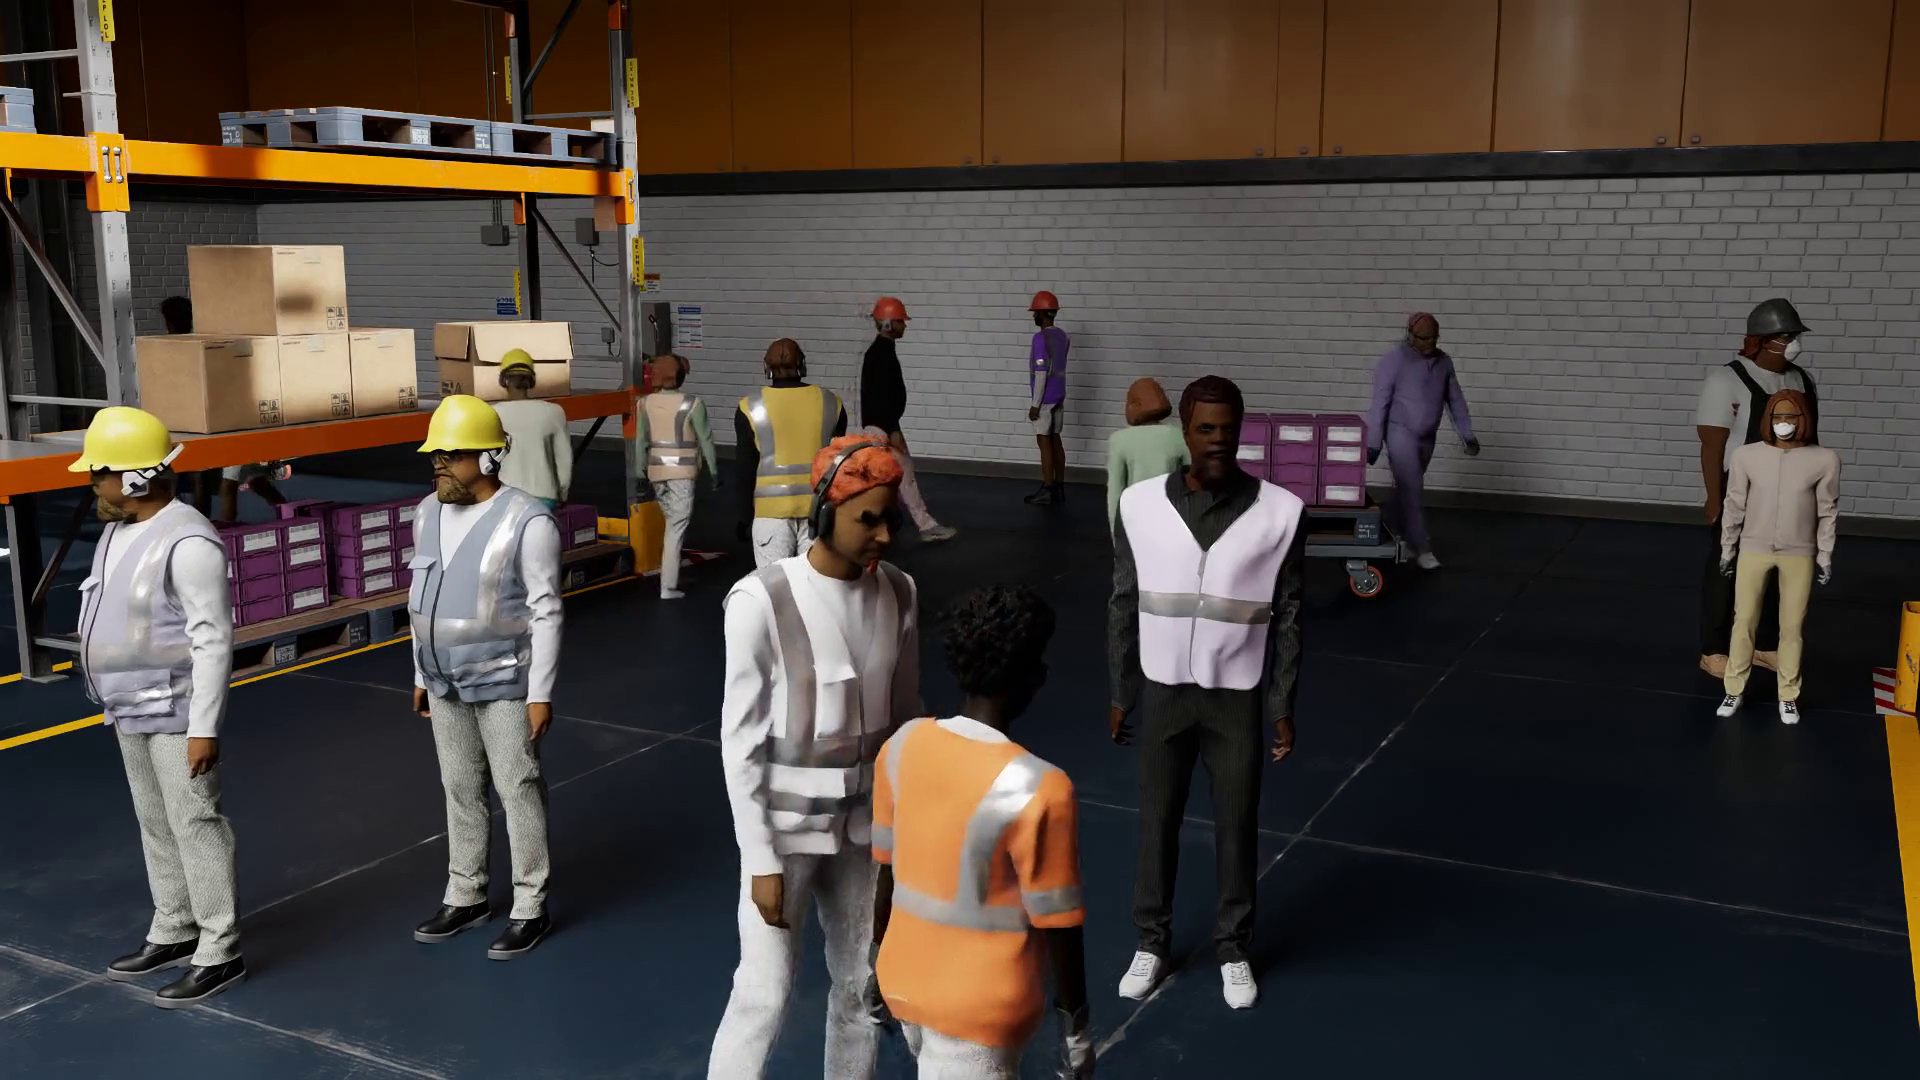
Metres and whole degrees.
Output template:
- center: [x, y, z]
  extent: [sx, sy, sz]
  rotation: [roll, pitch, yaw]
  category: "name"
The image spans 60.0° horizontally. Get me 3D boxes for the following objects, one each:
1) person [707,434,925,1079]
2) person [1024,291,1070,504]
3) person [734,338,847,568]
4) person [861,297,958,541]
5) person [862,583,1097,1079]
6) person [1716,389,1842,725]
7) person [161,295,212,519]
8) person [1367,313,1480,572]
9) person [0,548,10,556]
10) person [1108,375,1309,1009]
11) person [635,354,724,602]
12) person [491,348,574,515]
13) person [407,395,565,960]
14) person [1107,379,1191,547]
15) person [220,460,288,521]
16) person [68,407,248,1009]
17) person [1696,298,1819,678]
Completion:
- center: [-0.351, 0.679, 3.924]
  extent: [0.485, 1.872, 0.676]
  rotation: [9, 13, 42]
  category: "person"
- center: [0.772, -1.294, 15.164]
  extent: [0.365, 1.935, 0.552]
  rotation: [5, 11, 28]
  category: "person"
- center: [-0.901, -0.150, 8.835]
  extent: [0.619, 1.839, 0.430]
  rotation: [-4, 11, -22]
  category: "person"
- center: [-0.578, -0.921, 13.027]
  extent: [1.050, 1.941, 0.634]
  rotation: [0, 10, 3]
  category: "person"
- center: [0.020, 0.904, 3.299]
  extent: [0.869, 1.636, 0.539]
  rotation: [-7, 12, -33]
  category: "person"
- center: [3.969, 0.080, 8.087]
  extent: [0.507, 1.632, 0.265]
  rotation: [5, 11, 28]
  category: "person"
- center: [-5.870, -0.864, 12.597]
  extent: [0.614, 1.963, 0.361]
  rotation: [1, 10, 6]
  category: "person"
- center: [3.389, -0.725, 12.133]
  extent: [0.803, 1.842, 0.891]
  rotation: [-6, 12, -32]
  category: "person"
- center: [-7.464, -0.818, 12.469]
  extent: [0.586, 1.917, 0.380]
  rotation: [6, 12, 32]
  category: "person"
- center: [0.742, 0.458, 5.072]
  extent: [0.592, 1.921, 0.388]
  rotation: [2, 10, 12]
  category: "person"
- center: [-1.831, -0.420, 11.028]
  extent: [0.520, 1.617, 0.676]
  rotation: [5, 11, 27]
  category: "person"
- center: [-2.556, -0.249, 9.719]
  extent: [0.564, 1.728, 0.582]
  rotation: [-5, 11, -27]
  category: "person"
- center: [-1.566, 0.443, 5.414]
  extent: [0.600, 1.832, 0.404]
  rotation: [5, 11, 27]
  category: "person"
- center: [1.085, -0.104, 9.298]
  extent: [0.523, 1.575, 0.894]
  rotation: [2, 10, 10]
  category: "person"
- center: [-5.280, -0.772, 12.341]
  extent: [0.549, 1.889, 1.012]
  rotation: [9, 13, 42]
  category: "person"
- center: [-2.441, 0.505, 5.067]
  extent: [0.600, 1.826, 0.404]
  rotation: [8, 13, 40]
  category: "person"
- center: [4.329, -0.270, 8.936]
  extent: [0.688, 2.000, 0.539]
  rotation: [-3, 10, -15]
  category: "person"
